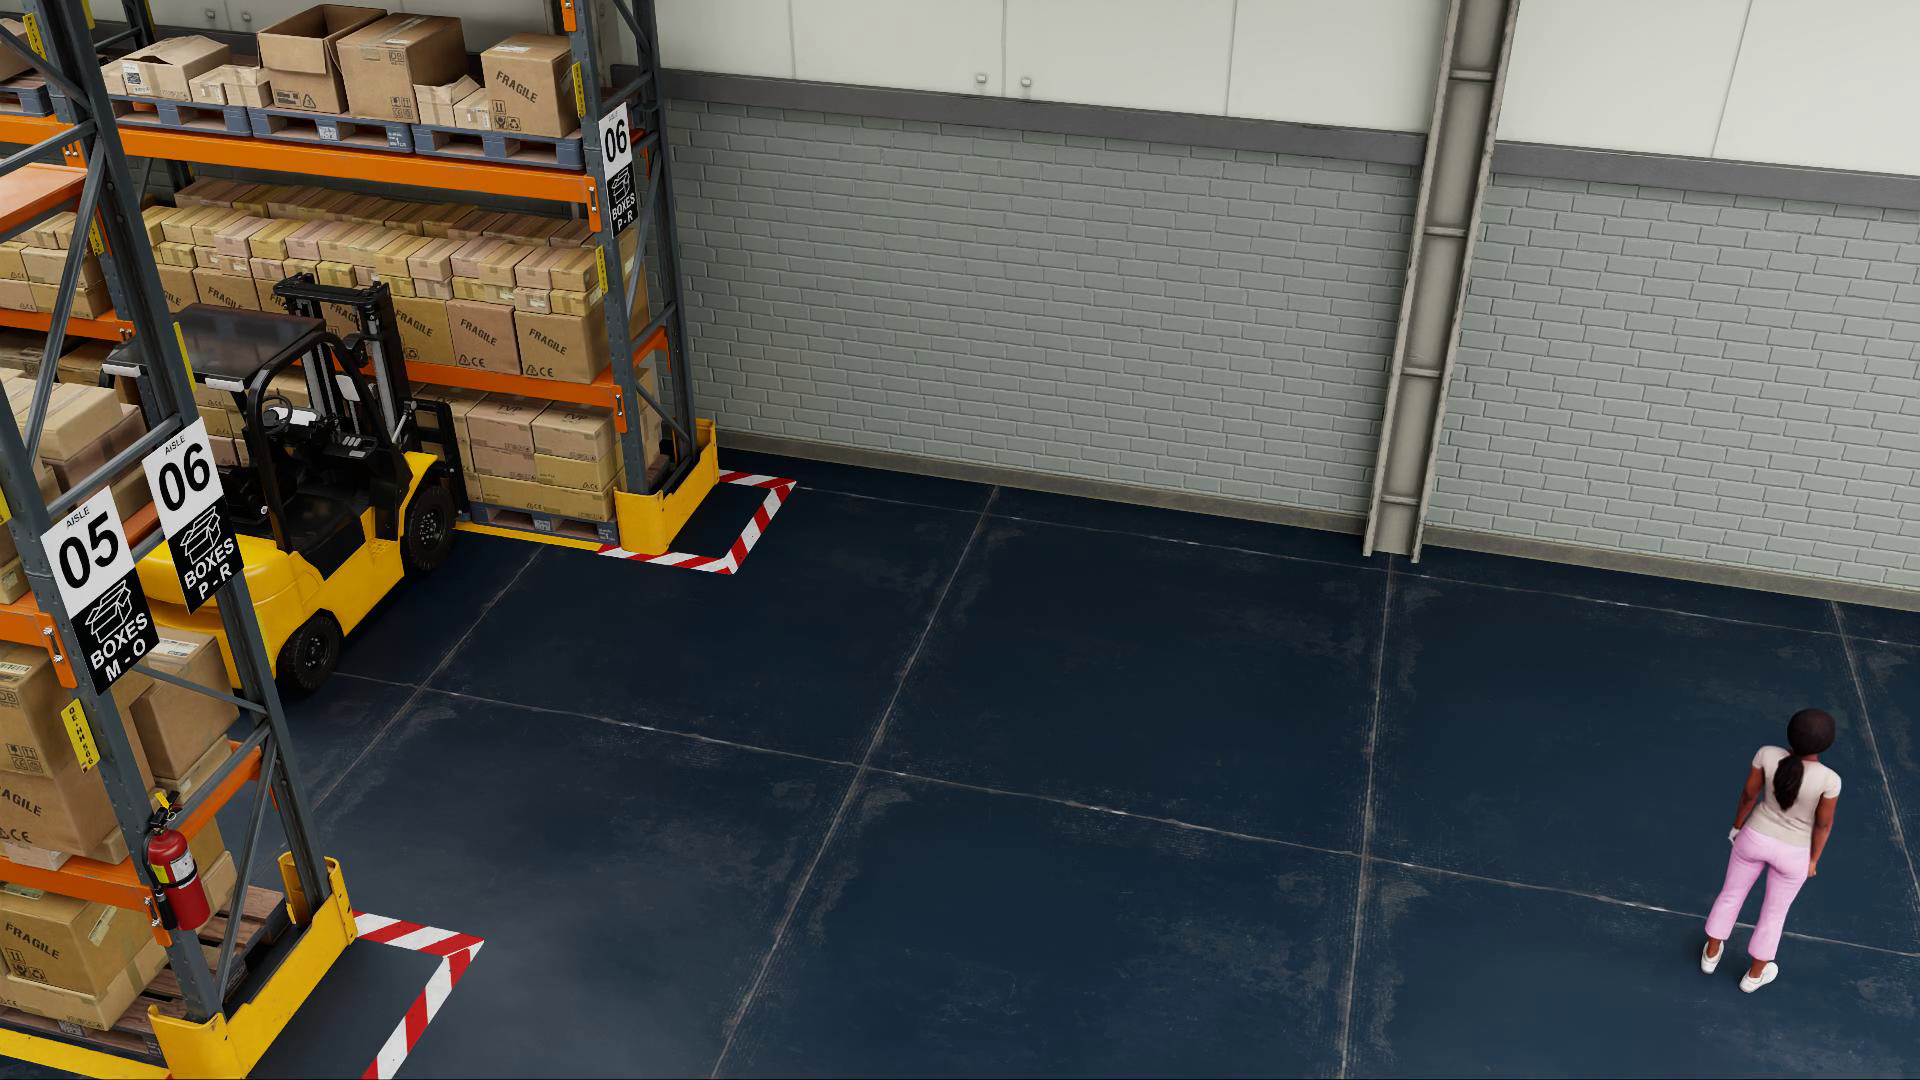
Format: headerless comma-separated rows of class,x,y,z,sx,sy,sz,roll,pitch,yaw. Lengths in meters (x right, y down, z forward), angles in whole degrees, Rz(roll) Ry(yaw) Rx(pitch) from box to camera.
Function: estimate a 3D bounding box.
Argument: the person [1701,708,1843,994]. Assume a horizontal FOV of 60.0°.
person,4.051,1.532,8.287,0.595,1.740,0.714,26,41,34
